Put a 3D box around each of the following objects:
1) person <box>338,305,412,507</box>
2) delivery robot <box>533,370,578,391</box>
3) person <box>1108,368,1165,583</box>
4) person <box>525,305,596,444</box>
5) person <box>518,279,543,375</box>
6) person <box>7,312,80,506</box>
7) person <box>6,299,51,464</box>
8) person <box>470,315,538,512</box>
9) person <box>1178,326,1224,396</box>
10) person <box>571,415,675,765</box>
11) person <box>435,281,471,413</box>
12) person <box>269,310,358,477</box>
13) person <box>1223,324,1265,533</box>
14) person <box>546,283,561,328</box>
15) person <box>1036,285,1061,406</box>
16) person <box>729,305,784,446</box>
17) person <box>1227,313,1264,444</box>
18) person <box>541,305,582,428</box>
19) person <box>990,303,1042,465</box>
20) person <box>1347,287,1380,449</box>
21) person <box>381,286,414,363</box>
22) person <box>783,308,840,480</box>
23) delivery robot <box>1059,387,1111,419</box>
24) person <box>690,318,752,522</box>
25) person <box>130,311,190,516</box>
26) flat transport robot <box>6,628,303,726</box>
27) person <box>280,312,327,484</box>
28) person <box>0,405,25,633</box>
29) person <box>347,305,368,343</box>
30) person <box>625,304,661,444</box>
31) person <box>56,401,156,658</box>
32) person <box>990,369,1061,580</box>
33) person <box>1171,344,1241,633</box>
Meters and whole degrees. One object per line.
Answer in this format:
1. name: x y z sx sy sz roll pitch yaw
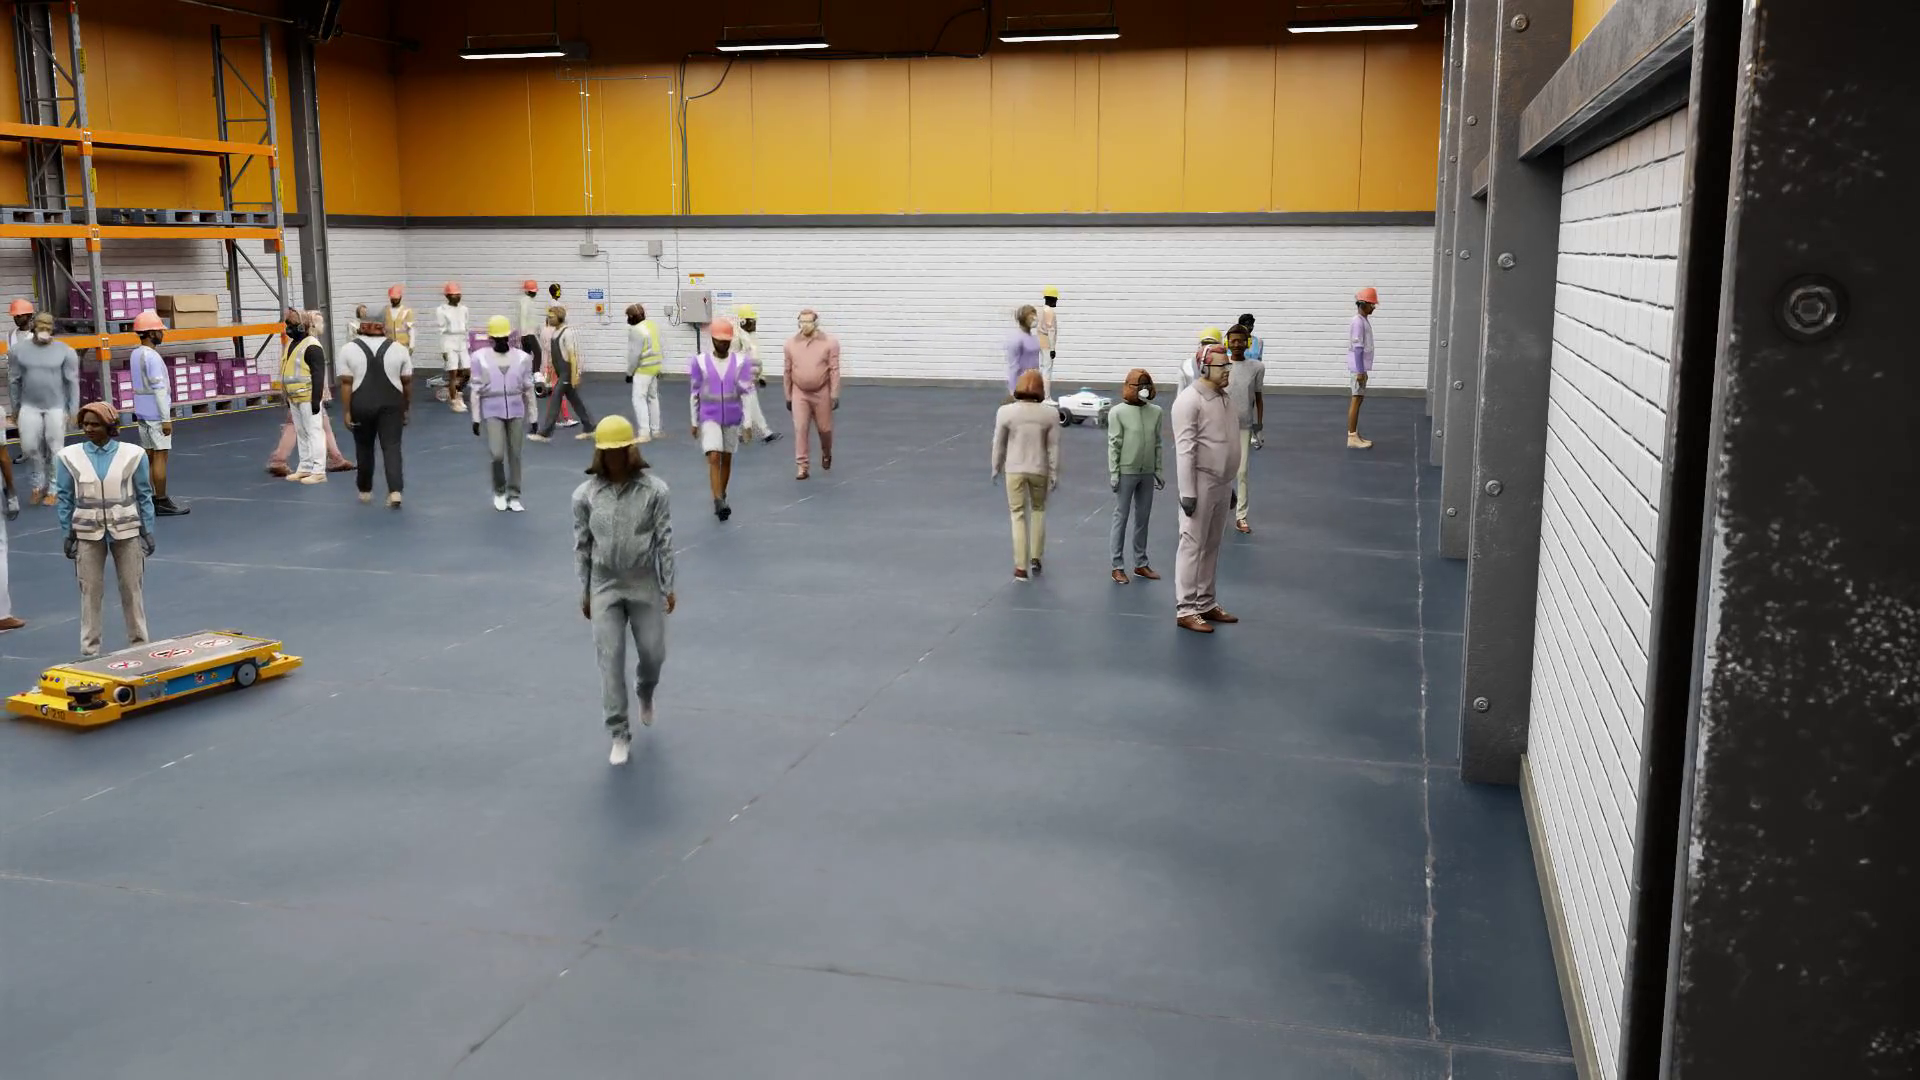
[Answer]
1. person: -5.744 -1.352 16.405 0.680 2.000 1.046 -5 11 -24
2. delivery robot: -6.853 -2.743 28.224 0.707 0.478 0.477 0 10 1
3. person: 1.344 -0.493 12.696 0.500 1.633 0.285 -6 12 -31
4. person: -5.206 -2.161 21.703 0.986 1.791 0.540 -6 12 -29
5. person: -7.674 -3.710 29.975 0.688 1.954 0.648 -2 10 -10
6. person: -8.959 -1.271 16.290 0.651 1.919 0.505 -3 10 -14
7. person: -10.933 -1.853 19.535 0.545 1.938 0.361 1 10 4
8. person: -4.350 -1.201 15.925 0.616 1.902 0.444 -5 11 -27
9. person: 2.364 -1.124 15.812 0.608 1.804 0.464 2 10 13
10. person: -1.682 0.225 8.344 0.493 1.730 0.513 -2 10 -11
11. person: -7.730 -2.952 25.511 0.411 2.023 0.614 8 13 37
12. person: -7.295 -1.636 18.580 1.010 1.855 0.654 -7 12 -33
13. person: 2.464 -0.992 14.847 0.521 1.873 0.336 1 10 6
14. person: -7.453 -3.800 30.750 0.315 1.871 0.534 -8 13 -39
15. person: 1.427 -3.130 26.796 0.382 1.924 0.594 -3 10 -16
16. person: -2.618 -2.099 21.314 0.873 1.792 0.621 3 10 17
17. person: 3.675 -2.072 21.455 0.540 1.695 0.318 -4 11 -19
18. person: -5.591 -2.443 23.476 0.853 1.729 0.532 7 12 33
19. person: 0.668 -1.701 18.735 0.690 1.921 0.633 5 11 27
20. person: 5.102 -2.179 21.093 0.377 2.041 0.607 3 10 15
21. person: -9.346 -3.245 27.580 0.566 1.880 0.973 0 10 -2
22. person: -1.637 -1.635 18.465 0.656 1.885 0.744 1 10 4
23. delivery robot: 1.767 -1.917 23.545 0.707 0.478 0.477 6 12 31
24. person: -2.206 -1.112 15.494 0.554 1.875 1.016 -3 10 -17
25. person: -7.637 -1.195 15.798 0.545 1.942 0.350 9 14 42
26. flat transport robot: -4.556 0.755 9.483 0.652 0.197 1.431 5 11 27
27. person: -7.092 -1.528 17.969 0.623 1.845 0.430 10 14 44
28. person: -6.505 -0.301 10.991 0.528 1.855 0.367 0 10 -1
29. person: -9.714 -3.024 27.122 0.508 1.594 0.875 -6 12 -32
30. person: -4.140 -2.190 21.859 0.432 1.805 0.878 1 10 7
31. person: -5.111 -0.016 9.988 0.515 1.636 0.314 -4 11 -22
32. person: 0.503 -0.506 12.829 0.517 1.609 0.518 -1 10 -6
33. person: 1.674 -0.353 11.124 0.406 1.910 0.639 7 12 36
